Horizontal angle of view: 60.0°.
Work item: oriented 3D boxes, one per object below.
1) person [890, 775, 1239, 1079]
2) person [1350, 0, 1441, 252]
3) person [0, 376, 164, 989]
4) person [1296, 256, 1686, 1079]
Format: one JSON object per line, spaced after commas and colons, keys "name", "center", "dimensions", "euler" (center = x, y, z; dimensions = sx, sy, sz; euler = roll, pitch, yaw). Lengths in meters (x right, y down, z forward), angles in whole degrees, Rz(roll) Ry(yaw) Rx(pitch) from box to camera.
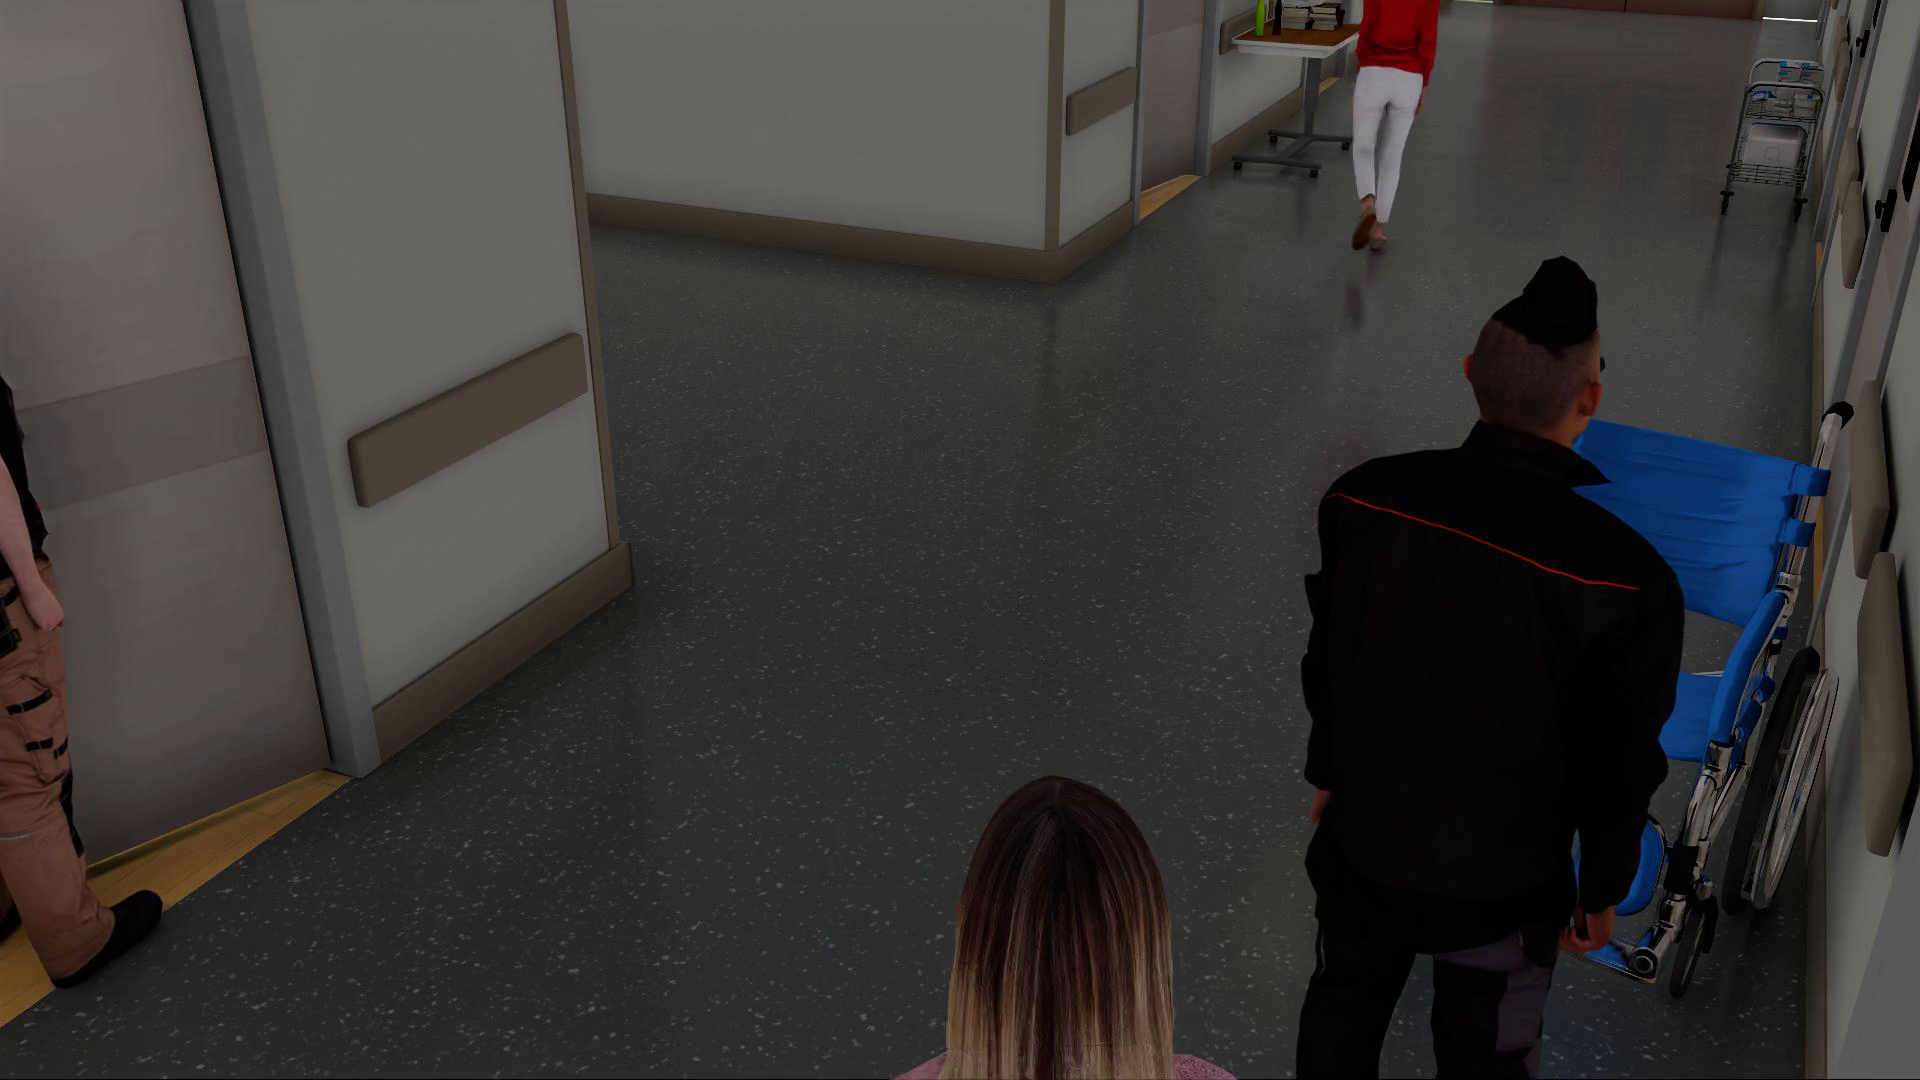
{"name": "person", "center": [0.074, 1.035, 1.632], "dimensions": [0.788, 1.669, 0.866], "euler": [-3, 26, -5]}
{"name": "person", "center": [2.169, -2.255, 8.443], "dimensions": [0.654, 1.679, 0.922], "euler": [6, 26, 13]}
{"name": "person", "center": [-2.096, 0.085, 3.407], "dimensions": [0.676, 1.840, 0.589], "euler": [10, 27, 19]}
{"name": "person", "center": [0.778, 0.440, 2.643], "dimensions": [0.808, 1.862, 0.705], "euler": [20, 32, 35]}
